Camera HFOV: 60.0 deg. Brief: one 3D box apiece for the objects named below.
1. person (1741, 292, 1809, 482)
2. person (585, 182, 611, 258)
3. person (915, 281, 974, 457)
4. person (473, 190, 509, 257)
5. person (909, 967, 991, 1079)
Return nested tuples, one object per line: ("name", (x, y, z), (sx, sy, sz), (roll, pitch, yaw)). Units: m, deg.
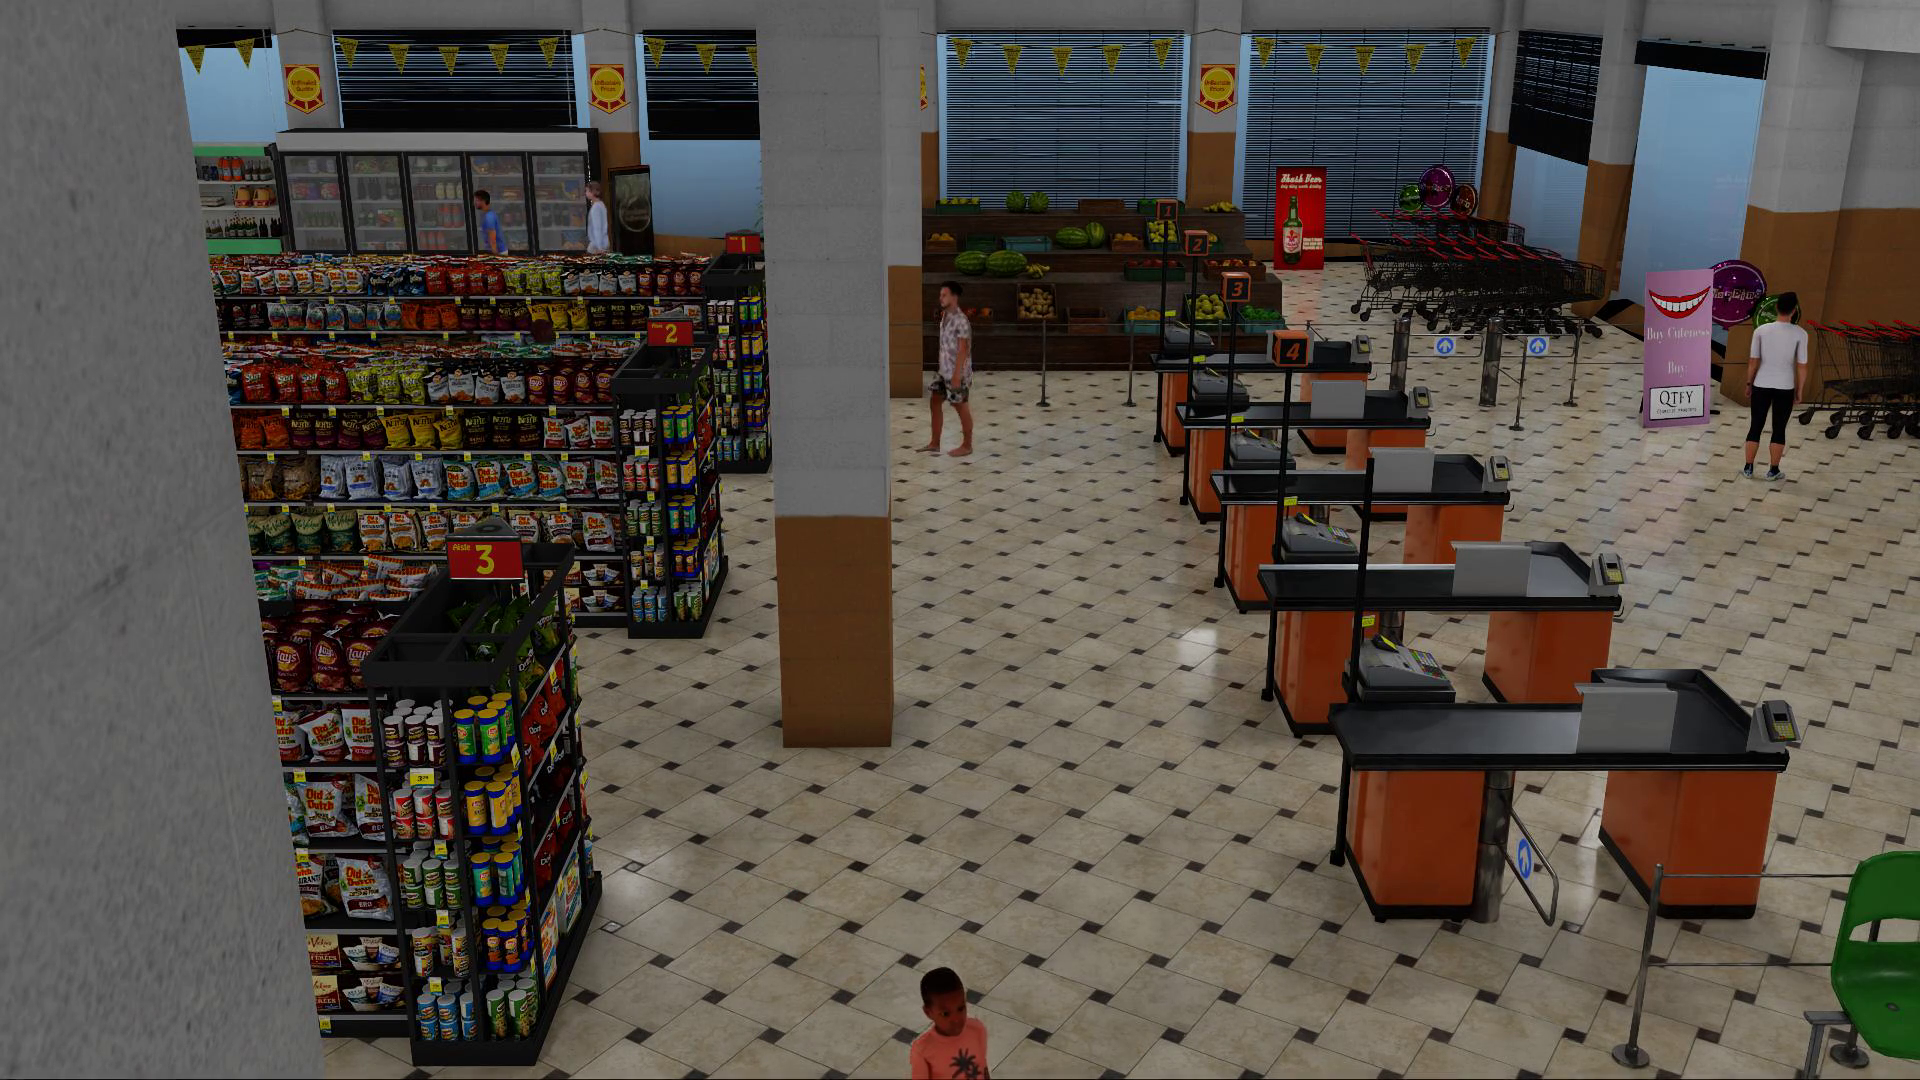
("person", (7.923, -1.497, 16.186), (0.705, 1.852, 0.819), (12, 22, 31))
("person", (-5.244, -4.343, 24.617), (1.221, 1.858, 0.660), (1, 19, 2))
("person", (0.019, -1.746, 17.006), (0.971, 1.799, 0.887), (-9, 21, -25))
("person", (-6.567, -4.097, 23.939), (1.010, 1.826, 0.781), (-4, 19, -13))
("person", (-0.054, 2.154, 6.224), (0.789, 1.299, 0.771), (-10, 21, -28))
